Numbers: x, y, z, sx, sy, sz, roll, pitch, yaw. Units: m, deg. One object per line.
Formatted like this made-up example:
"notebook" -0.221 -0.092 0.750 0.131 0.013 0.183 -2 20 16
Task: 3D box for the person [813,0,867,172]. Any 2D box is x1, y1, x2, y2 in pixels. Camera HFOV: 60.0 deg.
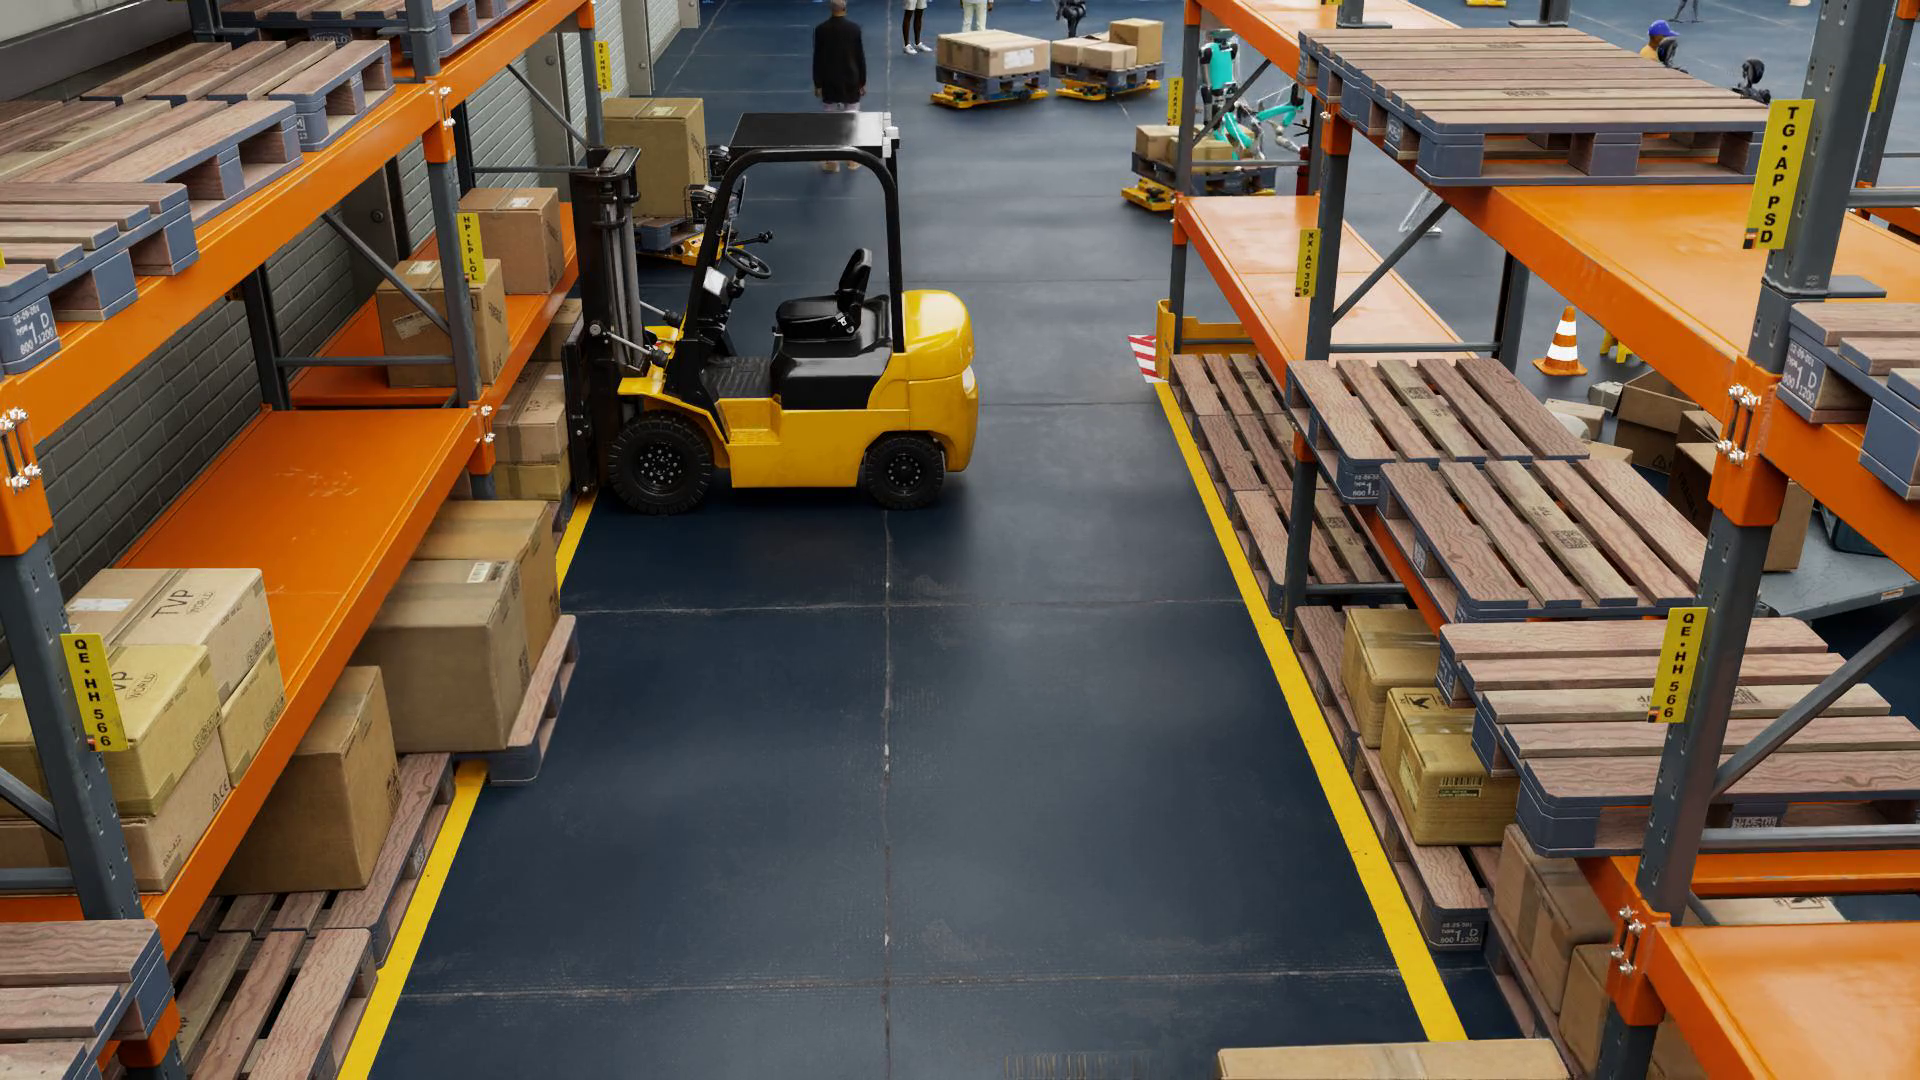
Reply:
"person" -1.289 -4.880 17.817 0.583 1.844 0.436 1 25 1

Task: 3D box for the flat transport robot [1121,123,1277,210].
"flat transport robot" 2.422 -3.547 16.816 1.431 0.231 0.659 -10 27 -20

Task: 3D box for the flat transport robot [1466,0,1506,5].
"flat transport robot" 9.563 -9.966 30.408 0.659 0.231 1.431 4 26 9

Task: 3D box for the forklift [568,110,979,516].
"forklift" -1.043 -1.379 9.976 2.313 2.155 1.214 -1 25 -2

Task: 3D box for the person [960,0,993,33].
"person" 0.241 -7.972 24.458 0.566 1.747 0.341 9 27 19

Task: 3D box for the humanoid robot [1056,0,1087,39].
"humanoid robot" 1.587 -7.738 24.082 0.704 1.637 0.616 19 31 35

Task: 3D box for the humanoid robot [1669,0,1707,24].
"humanoid robot" 12.288 -9.458 27.703 0.632 1.643 0.603 17 30 32

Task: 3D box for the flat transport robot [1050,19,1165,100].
"flat transport robot" 1.966 -6.060 22.136 0.659 0.231 1.431 23 34 40

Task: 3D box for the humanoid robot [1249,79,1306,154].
"humanoid robot" 3.419 -4.725 17.620 1.029 1.734 0.530 5 26 11

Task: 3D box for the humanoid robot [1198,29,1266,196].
"humanoid robot" 2.701 -4.113 16.275 0.779 1.753 0.531 22 33 39

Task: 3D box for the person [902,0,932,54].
"person" -0.671 -8.289 24.948 0.376 1.900 0.543 21 32 37

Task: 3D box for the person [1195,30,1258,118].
"person" 3.228 -6.176 20.502 0.642 1.891 1.051 -22 33 -39

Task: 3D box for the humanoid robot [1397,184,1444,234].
"humanoid robot" 4.443 -3.692 15.394 0.679 1.791 0.562 -5 26 -11

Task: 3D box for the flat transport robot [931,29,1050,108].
"flat transport robot" 0.393 -5.838 21.667 1.431 0.231 0.659 -16 30 -30

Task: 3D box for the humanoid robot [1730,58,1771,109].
"humanoid robot" 7.083 -3.535 15.144 0.590 1.644 0.557 -8 27 -17

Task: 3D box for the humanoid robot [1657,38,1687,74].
"humanoid robot" 6.855 -4.110 16.386 0.584 1.634 0.670 22 33 39

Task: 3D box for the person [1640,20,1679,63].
"person" 7.009 -4.431 17.000 0.382 1.707 0.433 8 26 17

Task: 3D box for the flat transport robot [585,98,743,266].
"flat transport robot" -2.746 -2.729 15.082 1.431 0.231 0.659 12 28 24

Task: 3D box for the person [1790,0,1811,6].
"person" 15.189 -10.542 29.745 0.401 1.887 0.535 16 29 30

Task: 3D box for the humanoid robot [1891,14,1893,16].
"humanoid robot" 15.981 -9.895 28.603 0.505 1.642 0.592 18 31 33
